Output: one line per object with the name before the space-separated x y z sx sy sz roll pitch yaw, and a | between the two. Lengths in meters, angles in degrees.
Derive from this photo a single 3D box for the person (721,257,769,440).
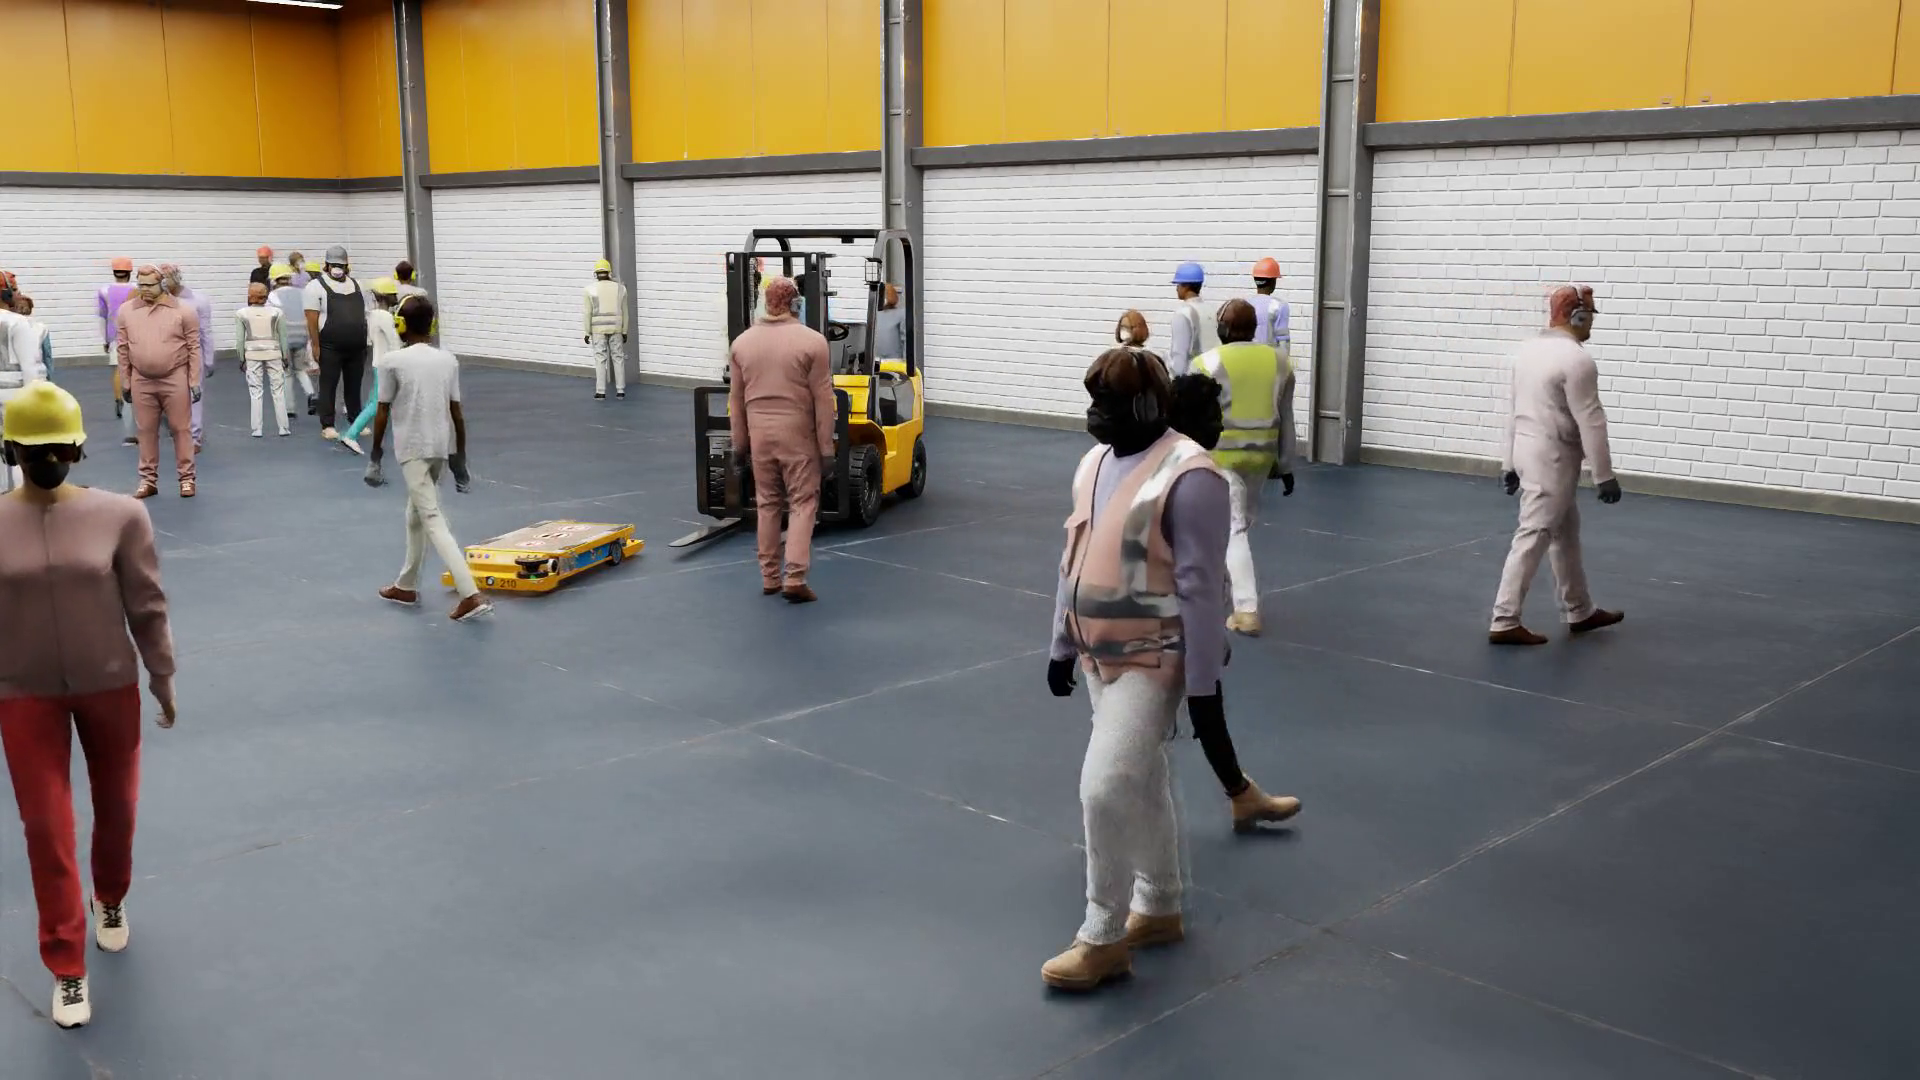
person | -1.999 -1.720 15.702 0.626 1.979 0.716 -10 14 -43

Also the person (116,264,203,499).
person | -6.504 -1.282 13.525 0.642 1.900 0.399 -2 11 -9

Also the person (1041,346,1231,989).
person | 0.412 0.362 4.782 0.713 1.816 0.655 -5 11 -24

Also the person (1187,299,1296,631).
person | 1.504 -0.430 9.193 0.648 1.788 1.003 -3 11 -18

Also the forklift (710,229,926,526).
forklift | -1.050 -1.319 12.920 1.214 2.155 2.313 2 11 13

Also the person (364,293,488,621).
person | -3.000 -0.467 9.337 1.010 1.826 0.509 6 12 32

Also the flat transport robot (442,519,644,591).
flat transport robot | -2.611 0.078 10.546 0.652 0.197 1.431 3 11 14

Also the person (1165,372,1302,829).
person | 0.854 0.257 5.765 0.829 1.653 0.546 0 10 2

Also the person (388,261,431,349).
person | -6.458 -2.336 19.450 0.515 1.843 0.641 -3 11 -14

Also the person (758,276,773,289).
person | -2.057 -2.061 18.330 0.530 1.674 0.874 -1 10 -3

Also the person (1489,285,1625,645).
person | 3.189 -0.374 8.639 0.900 1.870 0.658 0 10 -2

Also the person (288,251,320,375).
person | -10.174 -3.476 25.532 1.019 1.891 0.641 3 11 17

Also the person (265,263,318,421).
person | -7.717 -2.279 19.174 0.521 1.815 0.632 9 14 40

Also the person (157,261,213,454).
person | -7.656 -1.792 16.348 0.645 1.883 0.634 -2 11 -10

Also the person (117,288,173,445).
person | -8.383 -1.789 17.117 0.521 1.589 0.836 2 11 11

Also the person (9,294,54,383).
person | -8.615 -1.458 15.310 0.849 1.599 0.537 10 14 43

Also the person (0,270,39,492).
person | -6.928 -1.015 12.110 0.577 1.882 0.349 4 11 19

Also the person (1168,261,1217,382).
person | 1.915 -1.280 13.434 0.569 1.927 0.613 8 13 36

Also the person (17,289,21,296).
person | -10.683 -2.173 18.434 0.587 1.891 0.925 -2 11 -9

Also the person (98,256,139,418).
person | -9.849 -2.393 19.613 0.559 1.895 0.976 -3 11 -15

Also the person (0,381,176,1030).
person | -2.518 0.415 4.702 0.537 1.744 0.726 -7 12 -32

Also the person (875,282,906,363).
person | -0.775 -1.929 17.772 0.507 1.631 0.265 5 11 24

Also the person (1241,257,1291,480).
person | 2.655 -1.501 14.610 0.544 1.939 0.372 8 13 39

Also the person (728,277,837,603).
person | -1.059 -0.567 9.730 0.659 1.895 0.602 4 11 21

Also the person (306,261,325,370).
person | -10.192 -3.507 26.197 0.758 1.737 0.532 1 10 6

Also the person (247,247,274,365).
person | -11.522 -3.904 27.726 0.614 1.941 1.068 4 11 20

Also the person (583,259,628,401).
person | -4.594 -2.719 21.552 0.591 1.829 0.404 -6 12 -28

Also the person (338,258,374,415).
person | -7.275 -2.425 19.774 0.620 1.886 0.903 -7 13 -35

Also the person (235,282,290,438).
person | -7.368 -1.900 17.599 0.512 1.641 0.309 -4 11 -21

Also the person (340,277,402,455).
person | -5.664 -1.703 16.282 0.866 1.729 0.523 -5 11 -24

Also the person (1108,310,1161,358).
person | 1.266 -0.911 12.359 0.872 1.586 0.500 -9 14 -41

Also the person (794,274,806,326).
person | -1.818 -2.292 19.599 0.554 1.680 0.379 -7 12 -33

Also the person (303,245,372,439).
person | -6.515 -2.095 17.566 0.536 2.000 0.688 8 13 37
